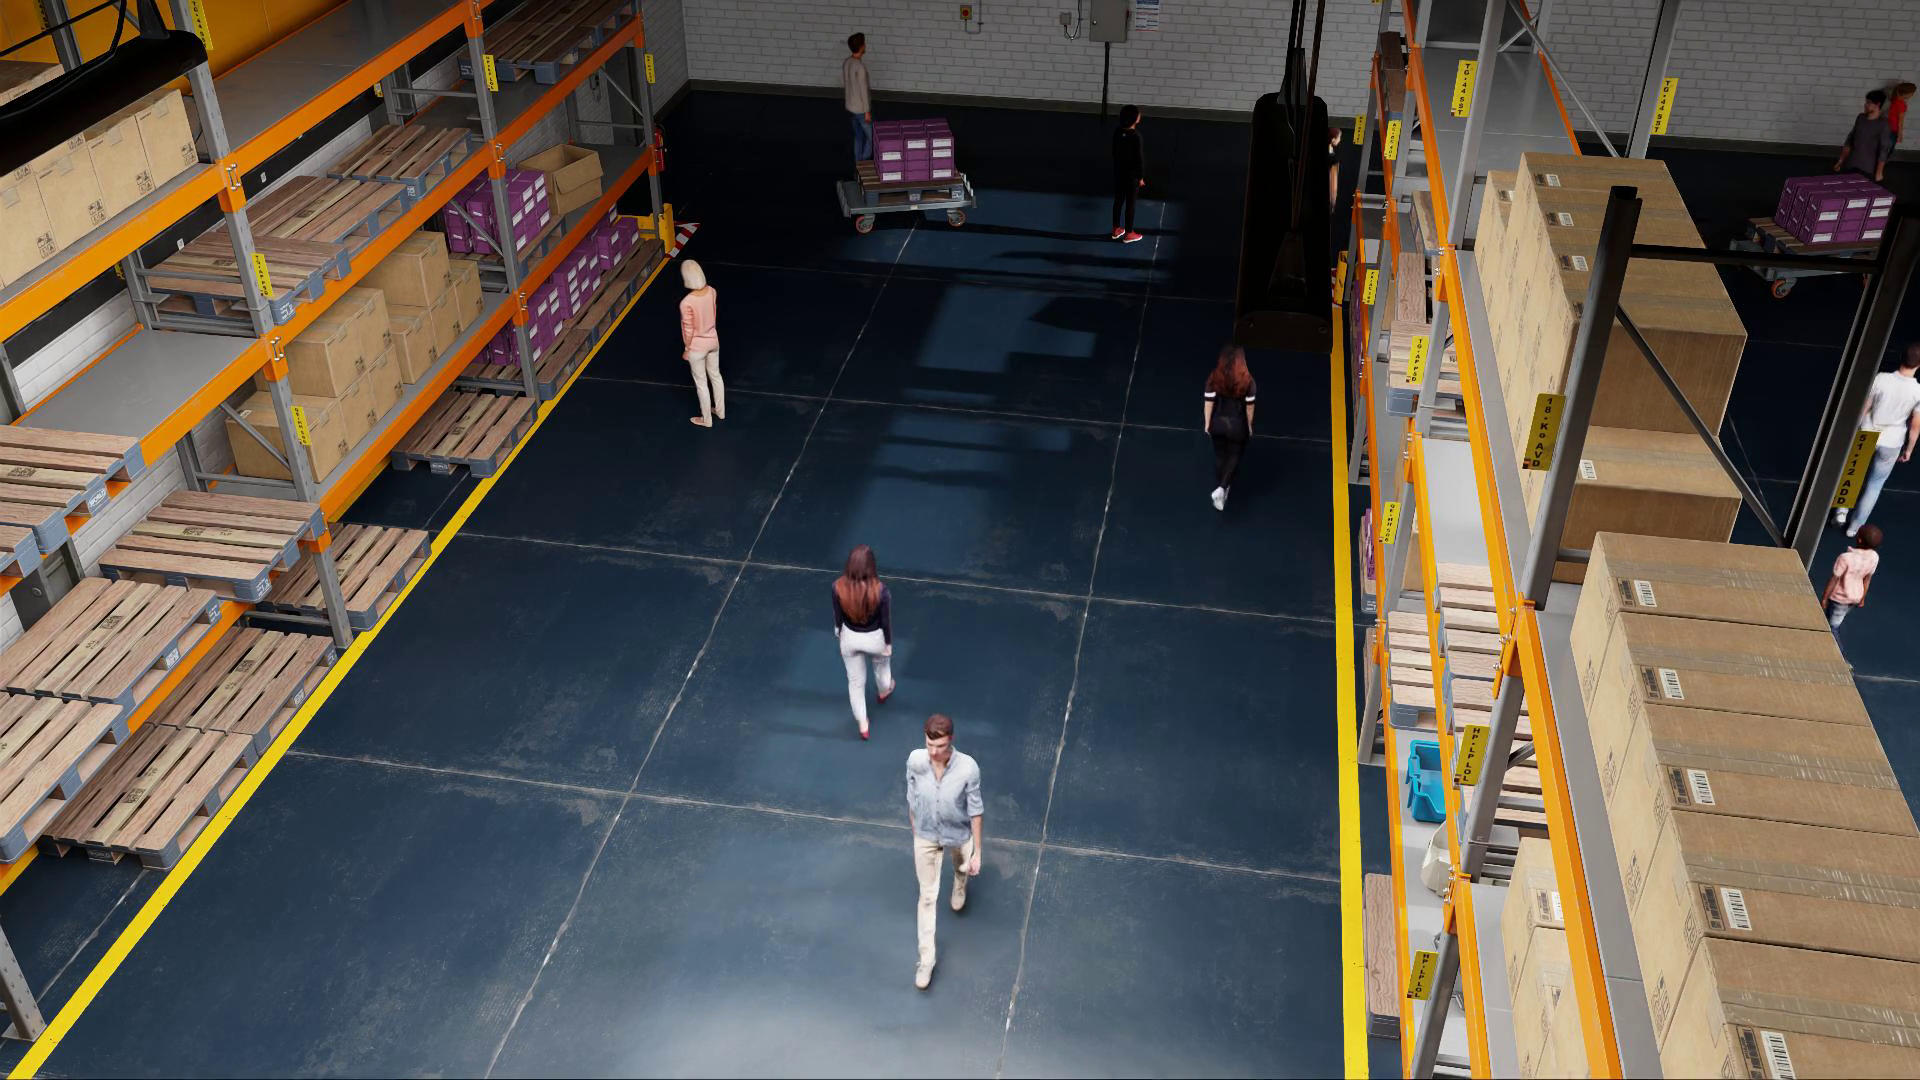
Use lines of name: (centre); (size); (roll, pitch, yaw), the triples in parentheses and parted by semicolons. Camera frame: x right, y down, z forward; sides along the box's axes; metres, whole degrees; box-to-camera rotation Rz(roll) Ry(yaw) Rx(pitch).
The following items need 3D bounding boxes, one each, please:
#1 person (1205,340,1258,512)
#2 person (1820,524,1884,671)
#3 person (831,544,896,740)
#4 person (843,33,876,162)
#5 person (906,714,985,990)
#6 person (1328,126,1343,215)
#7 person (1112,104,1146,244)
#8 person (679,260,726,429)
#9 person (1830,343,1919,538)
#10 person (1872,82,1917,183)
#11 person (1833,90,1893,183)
person: (2.377, -0.985, 14.753); (0.679, 1.627, 0.929); (10, 35, 14)
person: (6.884, 0.463, 12.876); (0.687, 1.293, 0.915); (-6, 34, -8)
person: (-0.711, 0.775, 12.146); (0.627, 1.582, 0.875); (3, 34, 5)
person: (-1.334, -5.534, 21.351); (0.910, 1.898, 0.837); (-18, 38, -25)
person: (-0.064, 1.786, 10.426); (0.641, 1.801, 1.189); (6, 34, 9)
person: (4.002, -3.792, 18.848); (1.113, 1.769, 1.048); (-24, 40, -31)
person: (1.996, -4.369, 19.800); (0.684, 1.675, 0.710); (28, 42, 35)
person: (-2.489, -1.905, 16.049); (0.739, 1.724, 0.610); (22, 40, 30)
person: (7.876, -0.809, 14.297); (0.820, 1.839, 0.863); (24, 40, 31)
person: (12.089, -5.332, 21.591); (0.595, 1.297, 0.463); (-7, 34, -11)
person: (10.798, -4.435, 19.772); (0.908, 1.817, 0.960); (-5, 34, -8)
